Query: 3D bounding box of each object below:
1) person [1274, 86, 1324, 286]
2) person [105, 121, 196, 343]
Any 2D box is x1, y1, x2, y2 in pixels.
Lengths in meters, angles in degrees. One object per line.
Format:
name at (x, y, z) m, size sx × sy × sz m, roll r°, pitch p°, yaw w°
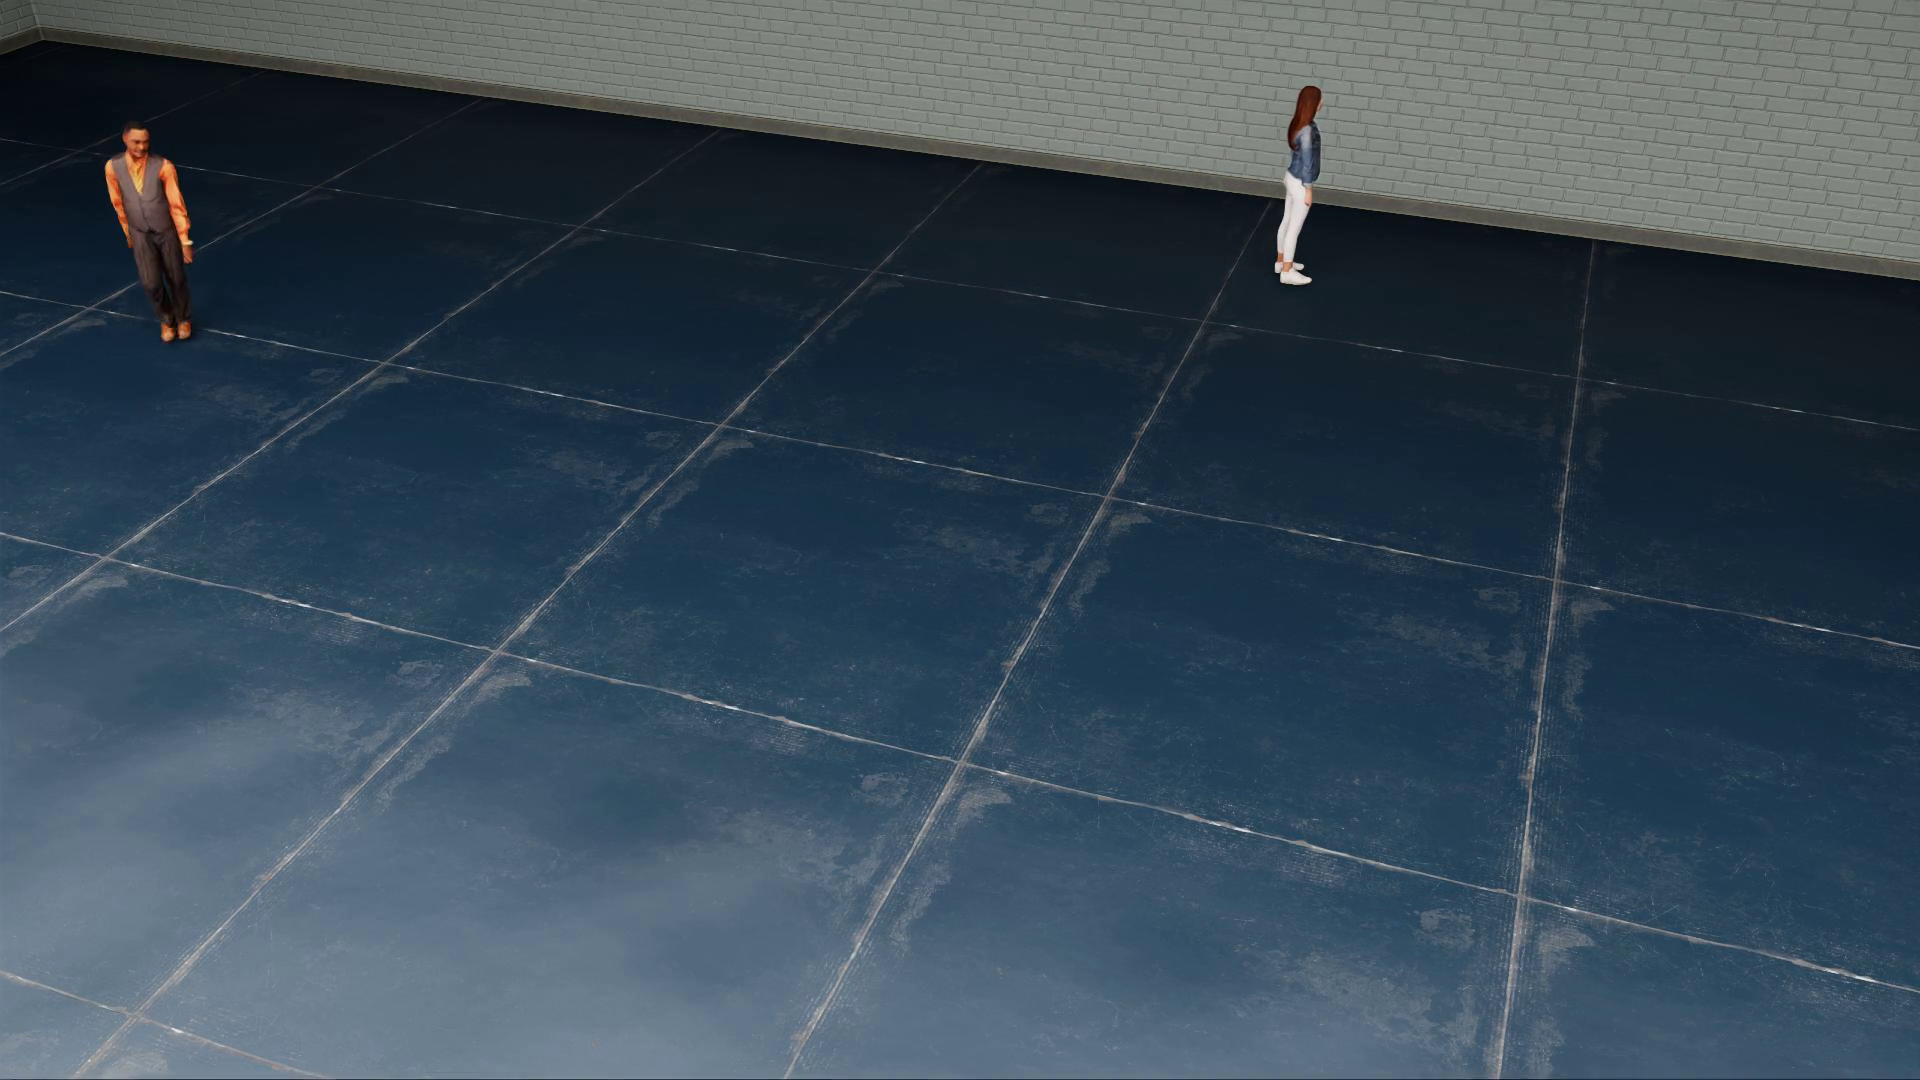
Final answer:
person at (2.896, -3.051, 14.263) m, size 0.739 × 1.703 × 0.594 m, roll -1°, pitch 33°, yaw -2°
person at (-6.380, -2.436, 13.167) m, size 0.888 × 1.866 × 0.938 m, roll -1°, pitch 33°, yaw -2°
